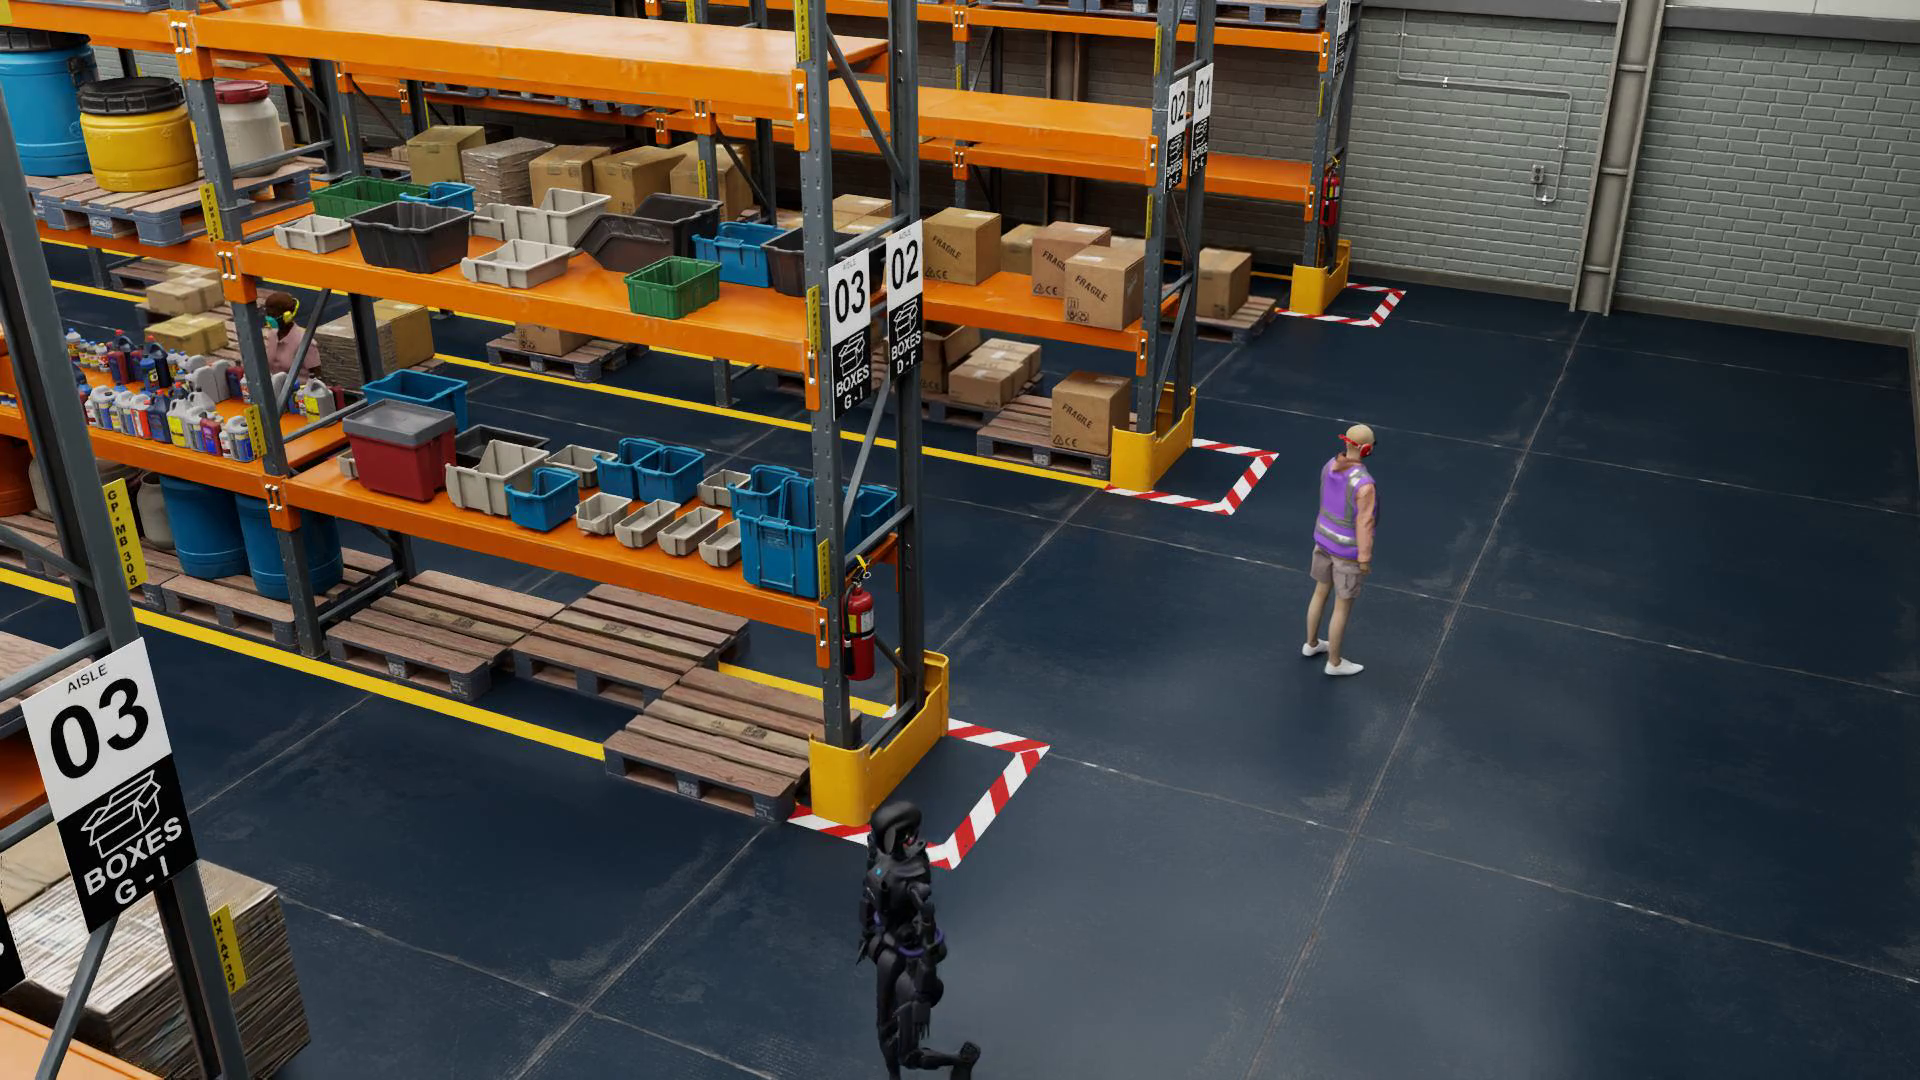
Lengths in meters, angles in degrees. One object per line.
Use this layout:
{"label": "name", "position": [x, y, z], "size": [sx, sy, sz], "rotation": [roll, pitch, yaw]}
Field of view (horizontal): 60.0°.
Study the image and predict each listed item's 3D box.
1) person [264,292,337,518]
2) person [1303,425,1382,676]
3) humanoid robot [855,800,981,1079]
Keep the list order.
{"label": "person", "position": [-5.007, -1.016, 12.634], "size": [0.539, 1.800, 0.330], "rotation": [15, 30, 27]}
{"label": "person", "position": [2.435, 0.061, 10.582], "size": [0.345, 1.688, 0.489], "rotation": [-11, 28, -21]}
{"label": "humanoid robot", "position": [-0.189, 1.764, 7.143], "size": [0.508, 1.638, 0.591], "rotation": [-16, 30, -29]}
